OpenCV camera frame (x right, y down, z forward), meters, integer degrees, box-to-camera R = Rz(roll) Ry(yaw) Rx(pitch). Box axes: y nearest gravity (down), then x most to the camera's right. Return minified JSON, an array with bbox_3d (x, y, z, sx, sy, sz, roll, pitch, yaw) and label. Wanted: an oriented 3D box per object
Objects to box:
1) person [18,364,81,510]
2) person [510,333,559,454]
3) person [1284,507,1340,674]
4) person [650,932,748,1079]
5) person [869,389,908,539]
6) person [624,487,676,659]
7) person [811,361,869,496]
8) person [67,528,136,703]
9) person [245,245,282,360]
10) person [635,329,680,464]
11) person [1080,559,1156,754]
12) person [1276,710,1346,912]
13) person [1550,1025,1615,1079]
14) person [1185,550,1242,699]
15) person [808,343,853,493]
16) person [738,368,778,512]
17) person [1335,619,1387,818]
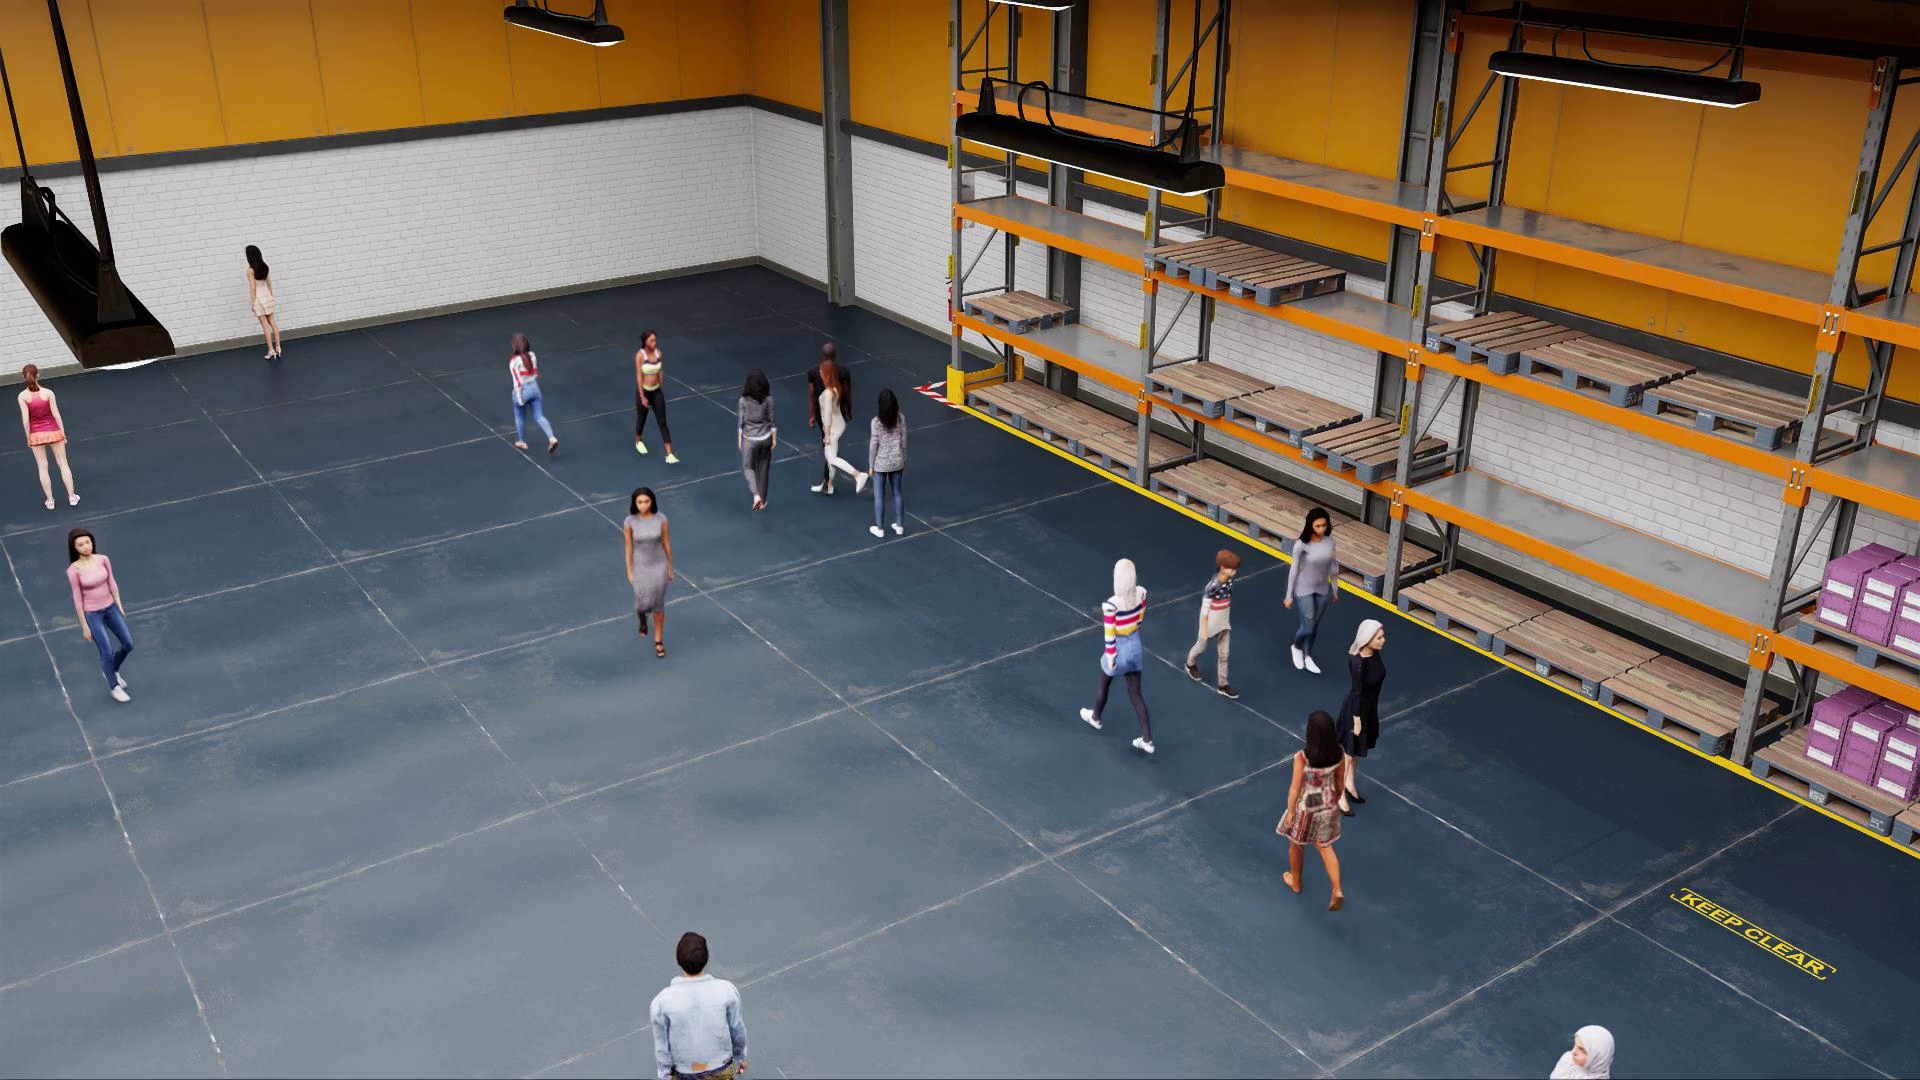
[{"bbox_3d":[-10.822,-1.235,19.667,0.585,1.751,0.554,-12,27,-26],"label":"person"},{"bbox_3d":[-5.477,-1.854,21.289,1.085,1.587,0.760,19,30,37],"label":"person"},{"bbox_3d":[3.276,0.467,15.810,0.754,1.724,0.693,-13,27,-27],"label":"person"},{"bbox_3d":[-1.490,3.122,9.668,0.993,1.778,1.266,-5,24,-11],"label":"person"},{"bbox_3d":[-0.814,-0.877,18.873,0.643,1.731,0.573,-12,26,-25],"label":"person"},{"bbox_3d":[-3.021,0.279,16.181,0.706,1.771,0.804,-7,25,-16],"label":"person"},{"bbox_3d":[-1.443,-1.314,19.919,1.027,1.696,0.971,5,24,12],"label":"person"},{"bbox_3d":[-7.968,0.674,15.333,0.760,1.726,0.709,14,27,29],"label":"person"},{"bbox_3d":[-10.498,-3.586,25.063,0.684,1.738,0.657,10,25,21],"label":"person"},{"bbox_3d":[-3.995,-1.828,21.091,0.578,1.698,1.171,-17,29,-34],"label":"person"},{"bbox_3d":[1.489,1.025,14.480,0.709,1.766,1.145,-14,27,-29],"label":"person"},{"bbox_3d":[2.660,2.032,12.350,0.806,1.626,1.035,-8,25,-17],"label":"person"},{"bbox_3d":[3.340,3.377,9.089,0.745,1.775,0.604,-5,24,-11],"label":"person"},{"bbox_3d":[2.339,0.738,15.580,0.535,1.410,0.932,-15,28,-31],"label":"person"},{"bbox_3d":[-1.584,-1.445,20.132,1.205,1.765,1.257,4,24,9],"label":"person"},{"bbox_3d":[-2.359,-1.115,19.405,0.784,1.742,0.919,-5,24,-11],"label":"person"},{"bbox_3d":[3.263,1.433,13.577,0.692,1.742,0.698,14,27,30],"label":"person"}]
